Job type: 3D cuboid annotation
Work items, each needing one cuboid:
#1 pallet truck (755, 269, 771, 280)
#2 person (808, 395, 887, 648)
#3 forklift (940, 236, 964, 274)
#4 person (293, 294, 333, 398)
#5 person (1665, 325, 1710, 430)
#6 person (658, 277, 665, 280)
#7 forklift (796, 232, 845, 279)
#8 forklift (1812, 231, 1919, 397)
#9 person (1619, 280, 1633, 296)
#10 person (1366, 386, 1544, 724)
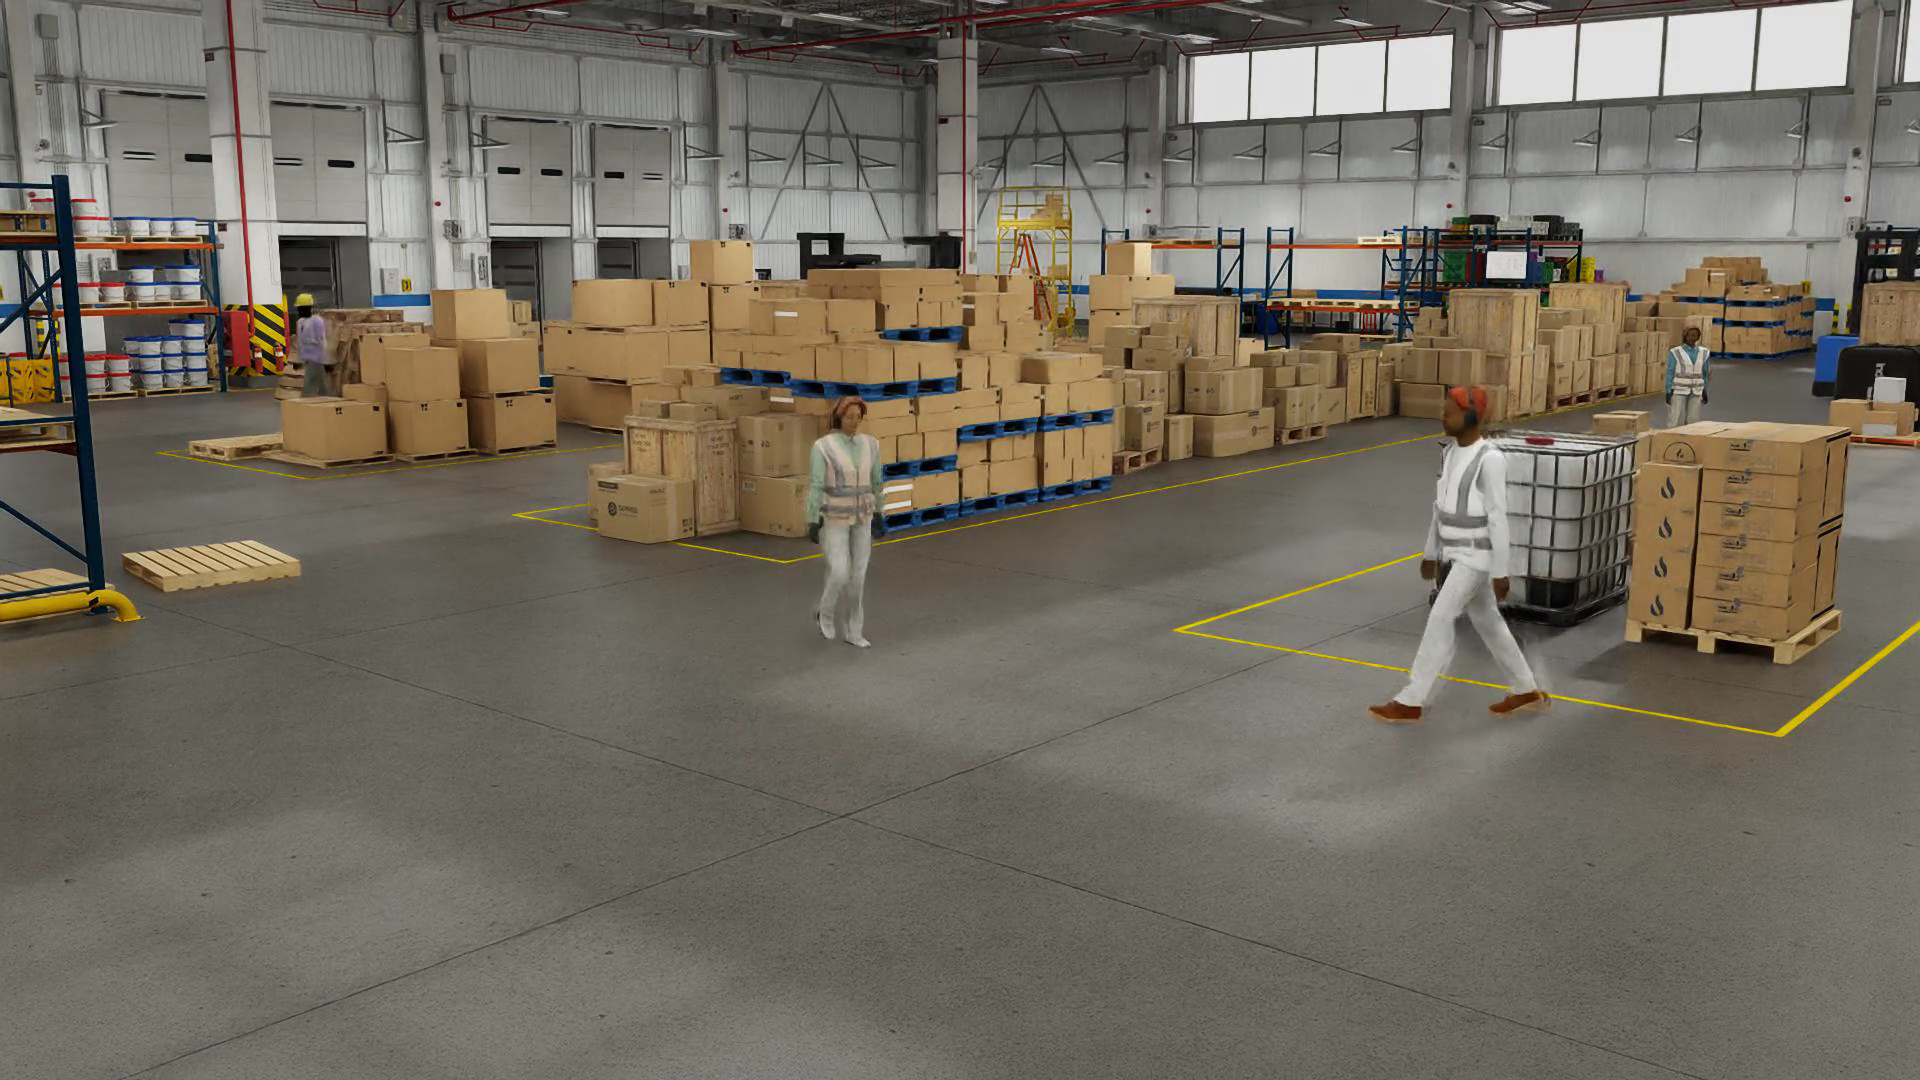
[{"bbox_3d":[-4.996,-6.432,45.525,1.885,1.965,0.823,-6,12,-32],"label":"pallet truck"},{"bbox_3d":[-0.702,-0.113,10.590,0.537,1.624,0.361,-8,13,-37],"label":"person"},{"bbox_3d":[-0.199,-5.731,39.024,1.873,2.768,1.129,2,10,14],"label":"forklift"},{"bbox_3d":[-9.618,-2.686,24.561,0.615,1.869,1.002,9,13,41],"label":"person"},{"bbox_3d":[8.651,-1.736,19.807,0.522,1.638,0.310,0,10,-2],"label":"person"},{"bbox_3d":[-6.439,-4.712,35.954,0.636,1.927,0.383,-4,11,-21],"label":"person"},{"bbox_3d":[-2.550,-4.254,30.610,1.873,2.768,1.129,8,13,40],"label":"forklift"},{"bbox_3d":[15.392,-3.769,27.851,1.873,2.768,1.129,-6,12,-31],"label":"forklift"},{"bbox_3d":[13.187,-4.265,33.470,0.891,1.913,0.542,4,11,19],"label":"person"},{"bbox_3d":[2.738,0.082,8.928,0.998,1.833,0.592,0,10,-2],"label":"person"}]
